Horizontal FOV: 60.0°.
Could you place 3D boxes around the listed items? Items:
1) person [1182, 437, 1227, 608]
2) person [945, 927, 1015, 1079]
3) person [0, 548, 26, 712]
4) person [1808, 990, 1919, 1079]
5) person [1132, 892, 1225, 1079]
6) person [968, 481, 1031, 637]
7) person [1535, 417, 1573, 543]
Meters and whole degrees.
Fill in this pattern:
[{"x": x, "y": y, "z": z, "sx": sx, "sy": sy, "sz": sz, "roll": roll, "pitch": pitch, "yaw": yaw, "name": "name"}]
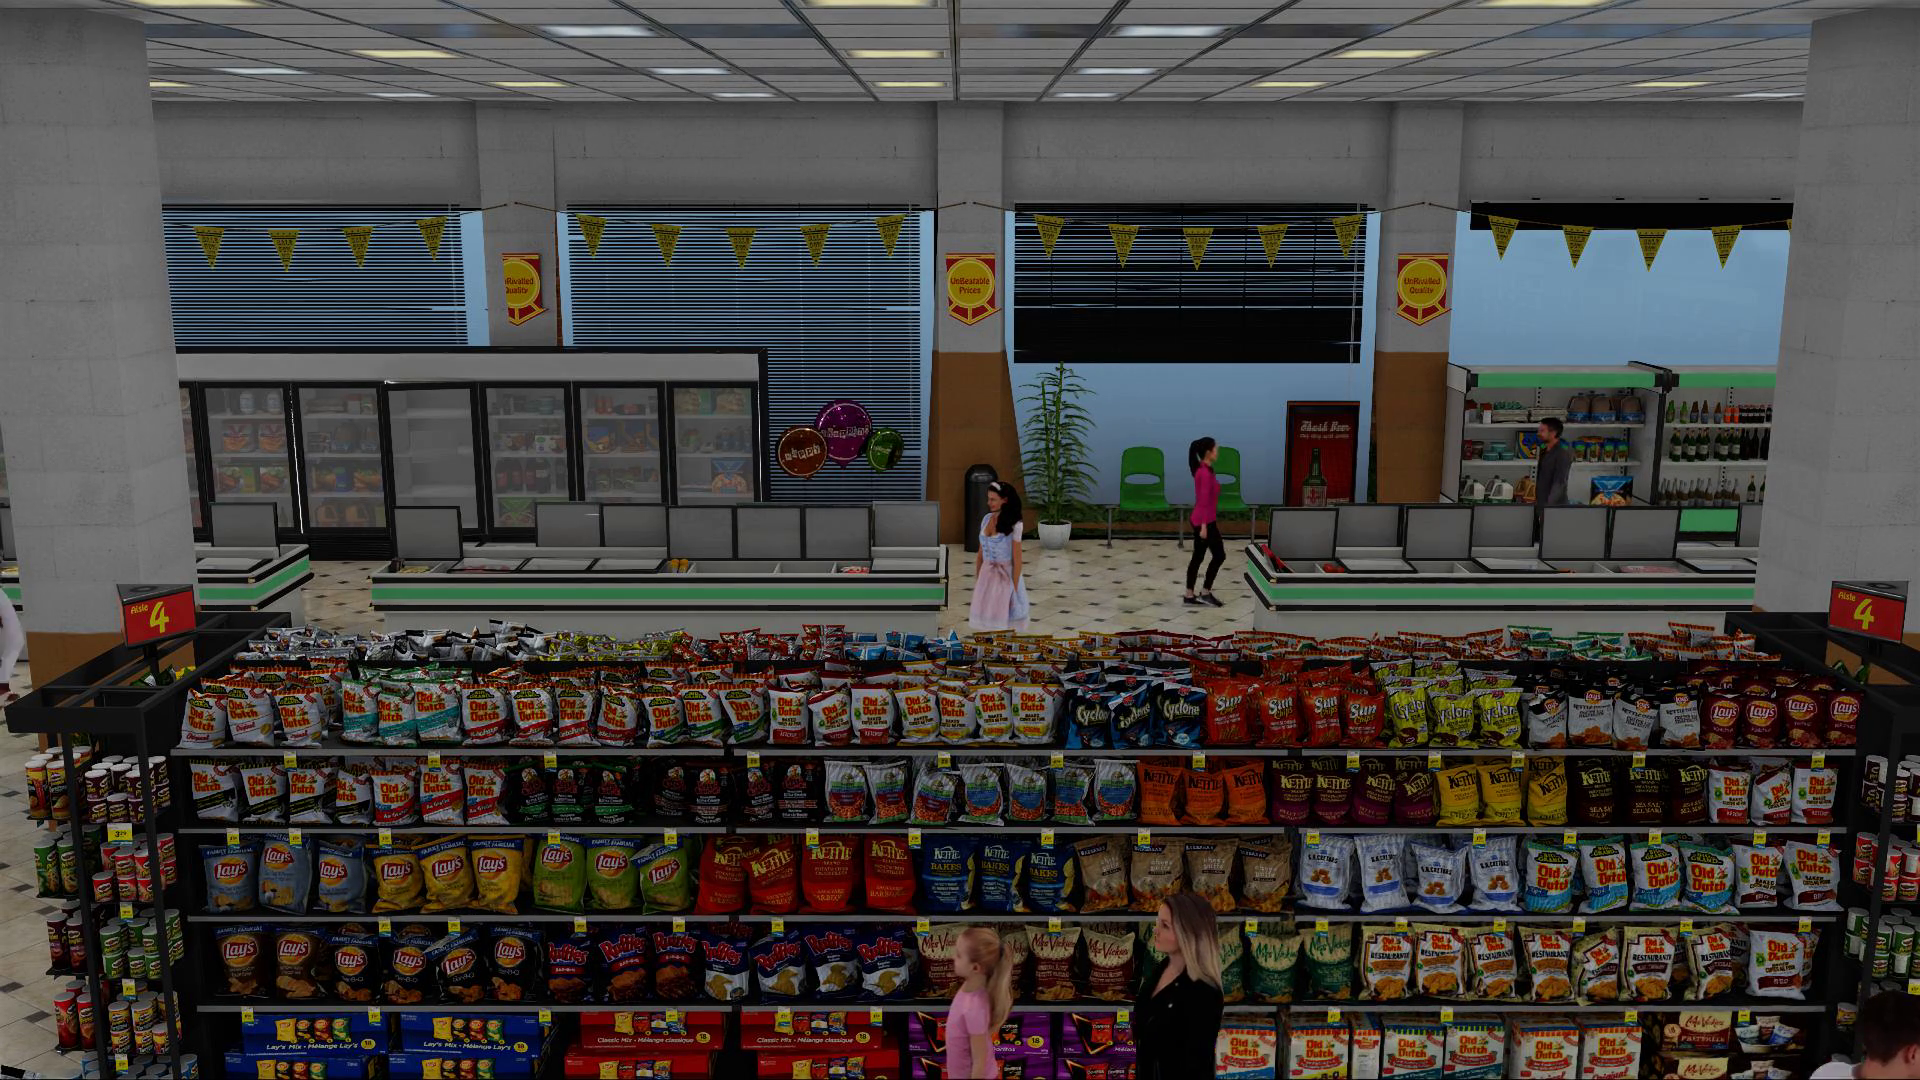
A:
[{"x": 2.291, "y": -0.160, "z": 16.249, "sx": 0.614, "sy": 1.686, "sz": 0.587, "roll": 0, "pitch": 12, "yaw": 2, "name": "person"}, {"x": 0.063, "y": 2.104, "z": 6.511, "sx": 0.496, "sy": 1.269, "sz": 0.477, "roll": 0, "pitch": 12, "yaw": 0, "name": "person"}, {"x": -7.694, "y": 0.529, "z": 12.940, "sx": 0.635, "sy": 1.702, "sz": 0.603, "roll": 0, "pitch": 12, "yaw": -2, "name": "person"}, {"x": 2.476, "y": 2.171, "z": 4.822, "sx": 0.707, "sy": 1.833, "sz": 0.716, "roll": 1, "pitch": 12, "yaw": 5, "name": "person"}, {"x": 0.878, "y": 2.044, "z": 5.861, "sx": 1.187, "sy": 1.654, "sz": 0.797, "roll": -3, "pitch": 12, "yaw": -14, "name": "person"}, {"x": 0.316, "y": 0.420, "z": 13.195, "sx": 0.854, "sy": 1.809, "sz": 0.917, "roll": 10, "pitch": 16, "yaw": 41, "name": "person"}, {"x": 5.918, "y": -0.271, "z": 16.431, "sx": 1.090, "sy": 1.830, "sz": 0.727, "roll": -1, "pitch": 12, "yaw": -4, "name": "person"}]
